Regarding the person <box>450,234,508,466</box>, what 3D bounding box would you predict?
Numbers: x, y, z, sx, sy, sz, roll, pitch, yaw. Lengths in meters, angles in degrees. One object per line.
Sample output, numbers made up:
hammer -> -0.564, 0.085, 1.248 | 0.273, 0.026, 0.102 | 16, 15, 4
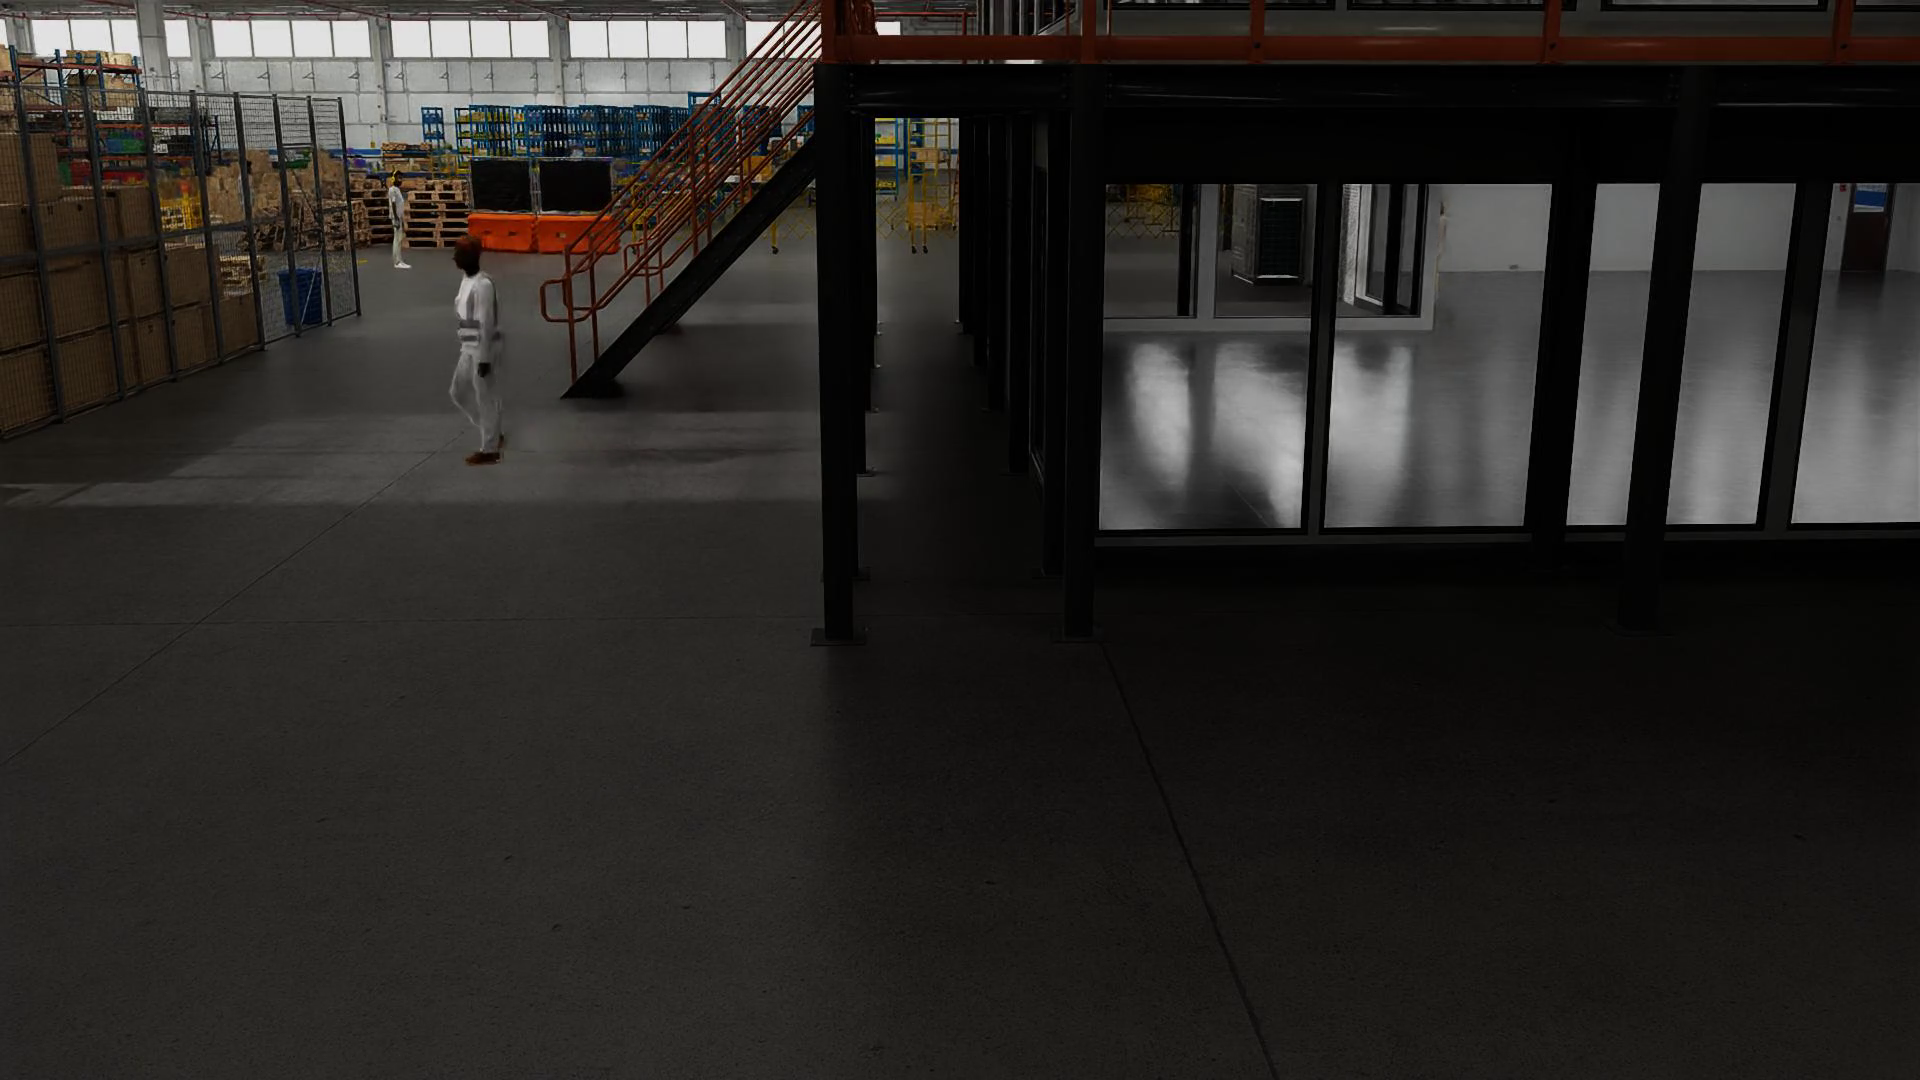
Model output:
person -> -3.921, -1.522, 13.453 | 0.412, 1.872, 0.602 | -8, 16, -30

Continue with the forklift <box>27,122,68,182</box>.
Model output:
forklift -> -35.376, -14.773, 64.377 | 1.129, 2.768, 1.873 | -1, 14, -2

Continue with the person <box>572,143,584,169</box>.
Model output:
person -> -17.198, -16.906, 74.851 | 0.537, 1.917, 0.632 | 11, 18, 37

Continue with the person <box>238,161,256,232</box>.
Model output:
person -> -16.049, -7.580, 37.495 | 0.369, 1.964, 0.642 | -6, 15, -24

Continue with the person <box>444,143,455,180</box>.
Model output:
person -> -25.451, -18.934, 83.240 | 0.965, 1.776, 0.618 | -2, 14, -9

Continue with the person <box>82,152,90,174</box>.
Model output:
person -> -34.017, -14.307, 64.977 | 0.555, 1.648, 0.816 | -2, 14, -9

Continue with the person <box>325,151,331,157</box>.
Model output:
person -> -25.689, -14.927, 67.361 | 0.928, 1.714, 0.533 | -5, 15, -19

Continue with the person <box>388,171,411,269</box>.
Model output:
person -> -10.823, -6.171, 32.064 | 0.327, 1.865, 0.517 | -2, 14, -9
